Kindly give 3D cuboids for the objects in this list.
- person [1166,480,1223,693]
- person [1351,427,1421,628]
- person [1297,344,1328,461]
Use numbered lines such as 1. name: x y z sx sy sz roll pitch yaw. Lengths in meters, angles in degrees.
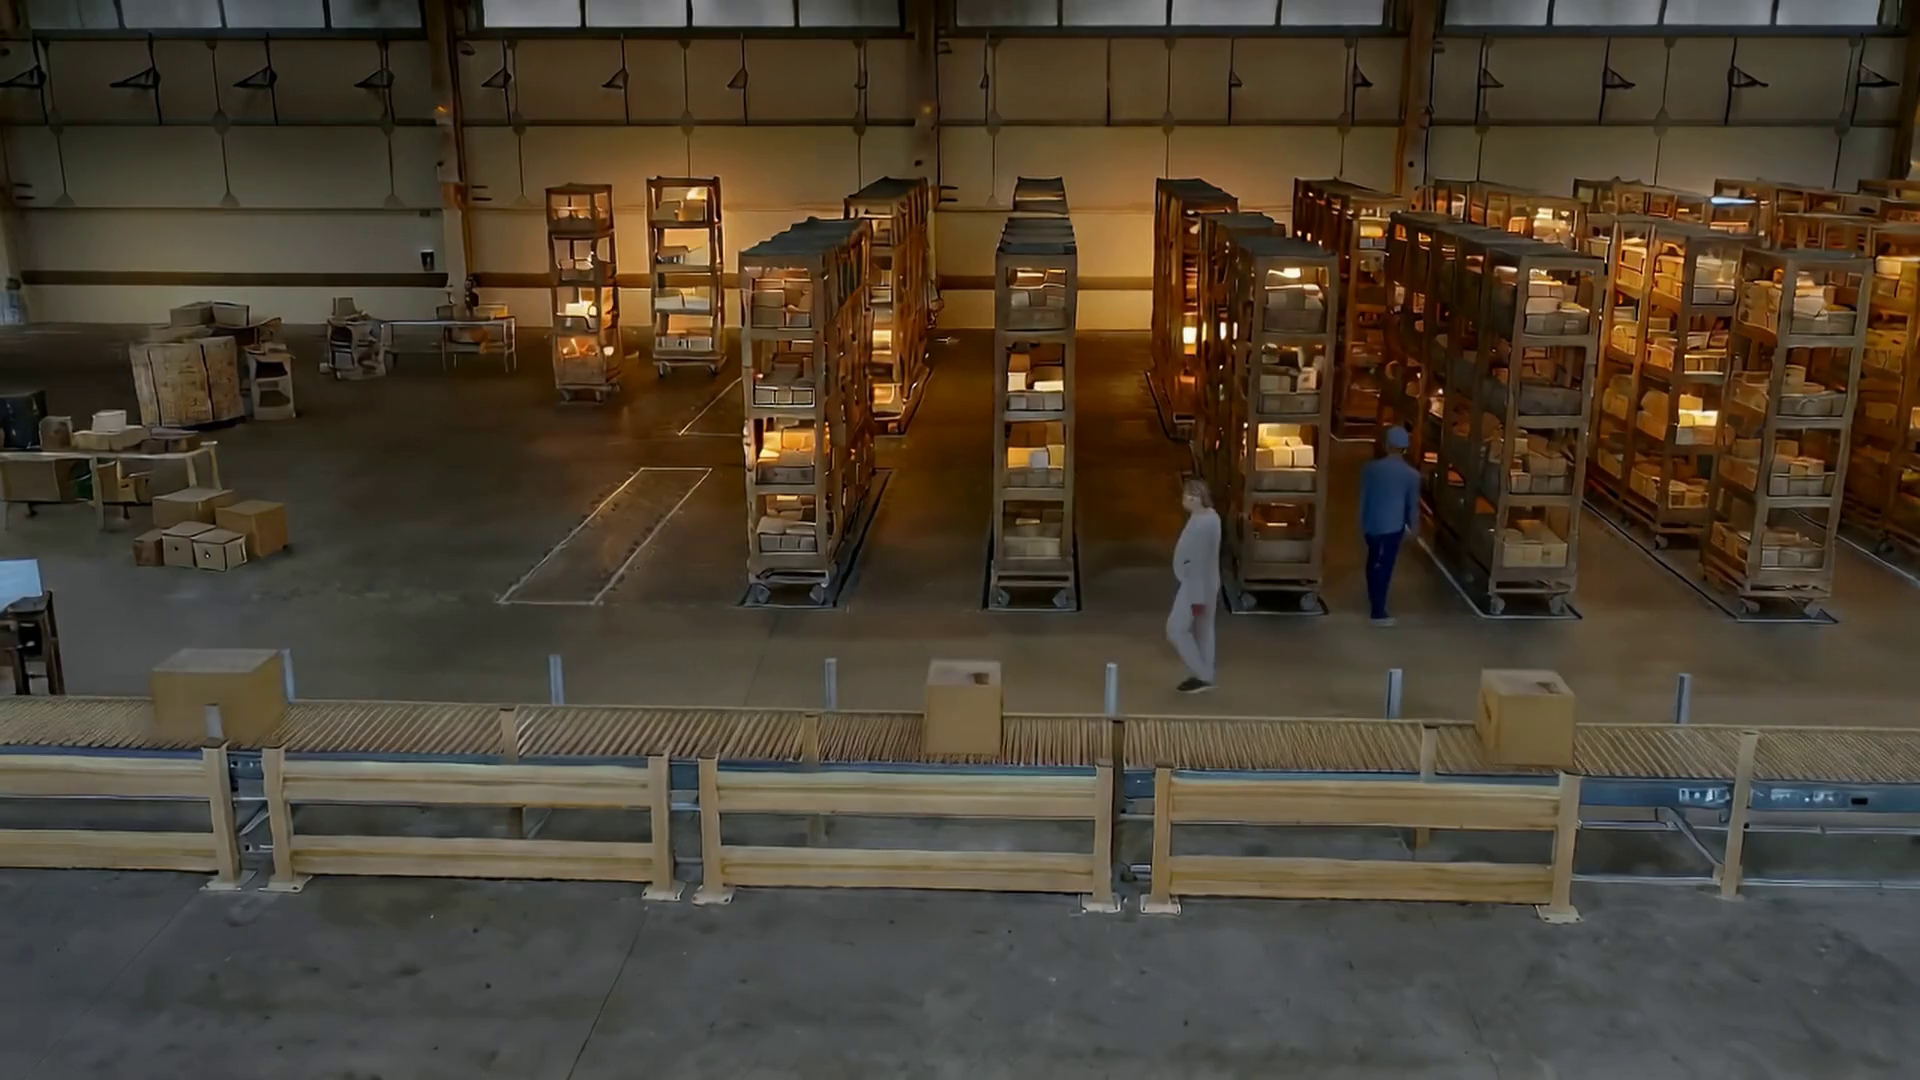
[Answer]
1. person: 2.053 0.405 14.441 0.444 1.896 0.639 7 17 24
2. person: 4.228 -0.138 16.381 0.652 1.948 0.793 11 19 36
3. person: 4.870 -1.947 23.343 0.623 1.809 0.530 -5 16 -18
